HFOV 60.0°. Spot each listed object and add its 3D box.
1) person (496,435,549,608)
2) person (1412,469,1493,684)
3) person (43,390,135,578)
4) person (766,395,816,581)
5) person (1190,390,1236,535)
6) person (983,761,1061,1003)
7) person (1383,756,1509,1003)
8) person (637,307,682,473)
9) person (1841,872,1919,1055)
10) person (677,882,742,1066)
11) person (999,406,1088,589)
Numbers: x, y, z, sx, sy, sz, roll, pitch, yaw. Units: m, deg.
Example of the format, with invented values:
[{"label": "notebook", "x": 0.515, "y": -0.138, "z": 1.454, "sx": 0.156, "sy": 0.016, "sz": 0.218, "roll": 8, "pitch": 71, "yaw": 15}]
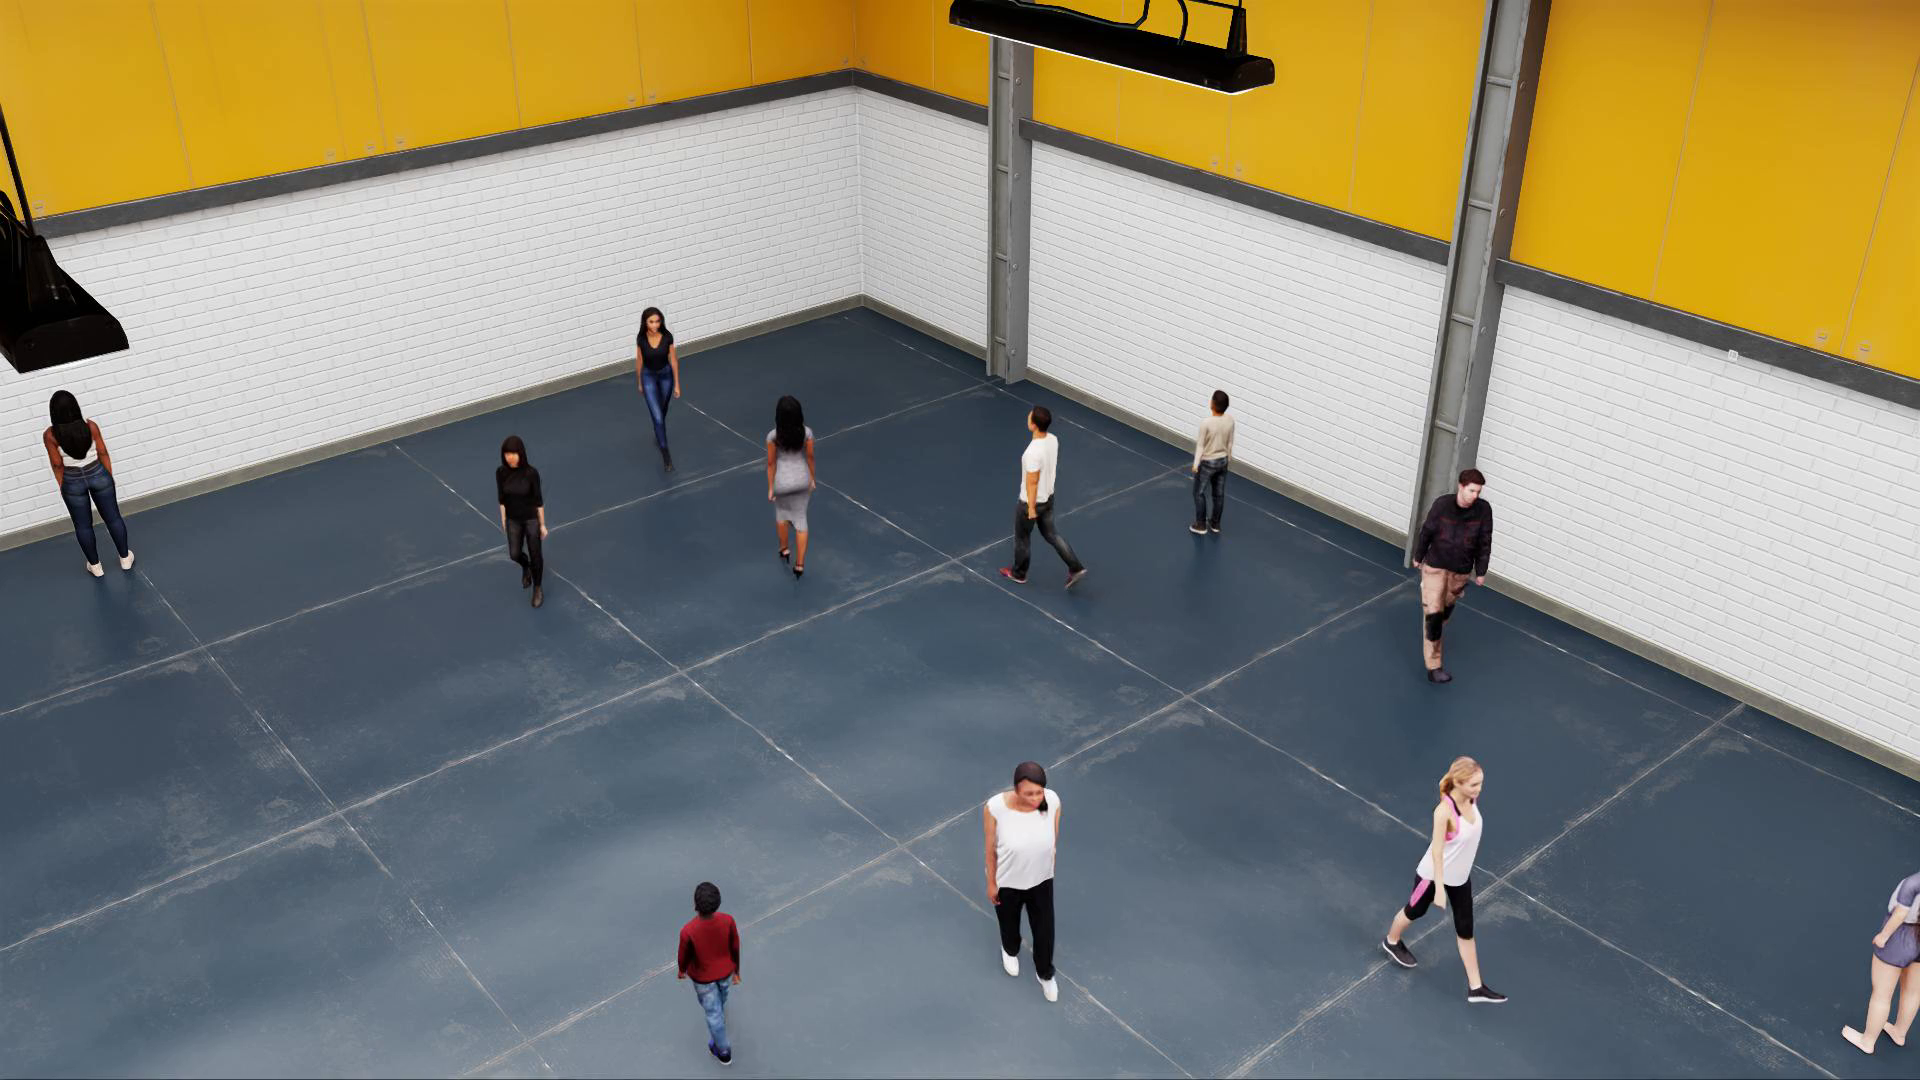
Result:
[{"label": "person", "x": -3.844, "y": -0.216, "z": 14.753, "sx": 0.749, "sy": 1.634, "sz": 0.813, "roll": 0, "pitch": 29, "yaw": 0}, {"label": "person", "x": 4.022, "y": 0.190, "z": 13.763, "sx": 1.239, "sy": 1.870, "sz": 1.313, "roll": 4, "pitch": 29, "yaw": 8}, {"label": "person", "x": -7.947, "y": -0.524, "z": 15.135, "sx": 0.674, "sy": 1.810, "sz": 0.647, "roll": -16, "pitch": 32, "yaw": -27}, {"label": "person", "x": -1.500, "y": -0.433, "z": 15.013, "sx": 0.793, "sy": 1.766, "sz": 0.900, "roll": -7, "pitch": 29, "yaw": -12}, {"label": "person", "x": 2.417, "y": -0.724, "z": 15.865, "sx": 0.638, "sy": 1.461, "sz": 0.619, "roll": -11, "pitch": 31, "yaw": -20}, {"label": "person", "x": 0.378, "y": 2.061, "z": 10.546, "sx": 0.855, "sy": 1.666, "sz": 0.941, "roll": -4, "pitch": 29, "yaw": -7}, {"label": "person", "x": 2.958, "y": 2.067, "z": 10.460, "sx": 0.626, "sy": 1.738, "sz": 1.106, "roll": -22, "pitch": 36, "yaw": -35}, {"label": "person", "x": -3.151, "y": -1.637, "z": 17.321, "sx": 0.899, "sy": 1.671, "sz": 1.311, "roll": -8, "pitch": 30, "yaw": -15}, {"label": "person", "x": 5.692, "y": 2.396, "z": 9.949, "sx": 0.668, "sy": 1.650, "sz": 0.661, "roll": -7, "pitch": 29, "yaw": -13}, {"label": "person", "x": -1.461, "y": 2.620, "z": 9.974, "sx": 0.557, "sy": 1.231, "sz": 0.809, "roll": -18, "pitch": 33, "yaw": -29}, {"label": "person", "x": 0.773, "y": -0.349, "z": 14.843, "sx": 1.170, "sy": 1.783, "sz": 0.865, "roll": 17, "pitch": 33, "yaw": 28}]
